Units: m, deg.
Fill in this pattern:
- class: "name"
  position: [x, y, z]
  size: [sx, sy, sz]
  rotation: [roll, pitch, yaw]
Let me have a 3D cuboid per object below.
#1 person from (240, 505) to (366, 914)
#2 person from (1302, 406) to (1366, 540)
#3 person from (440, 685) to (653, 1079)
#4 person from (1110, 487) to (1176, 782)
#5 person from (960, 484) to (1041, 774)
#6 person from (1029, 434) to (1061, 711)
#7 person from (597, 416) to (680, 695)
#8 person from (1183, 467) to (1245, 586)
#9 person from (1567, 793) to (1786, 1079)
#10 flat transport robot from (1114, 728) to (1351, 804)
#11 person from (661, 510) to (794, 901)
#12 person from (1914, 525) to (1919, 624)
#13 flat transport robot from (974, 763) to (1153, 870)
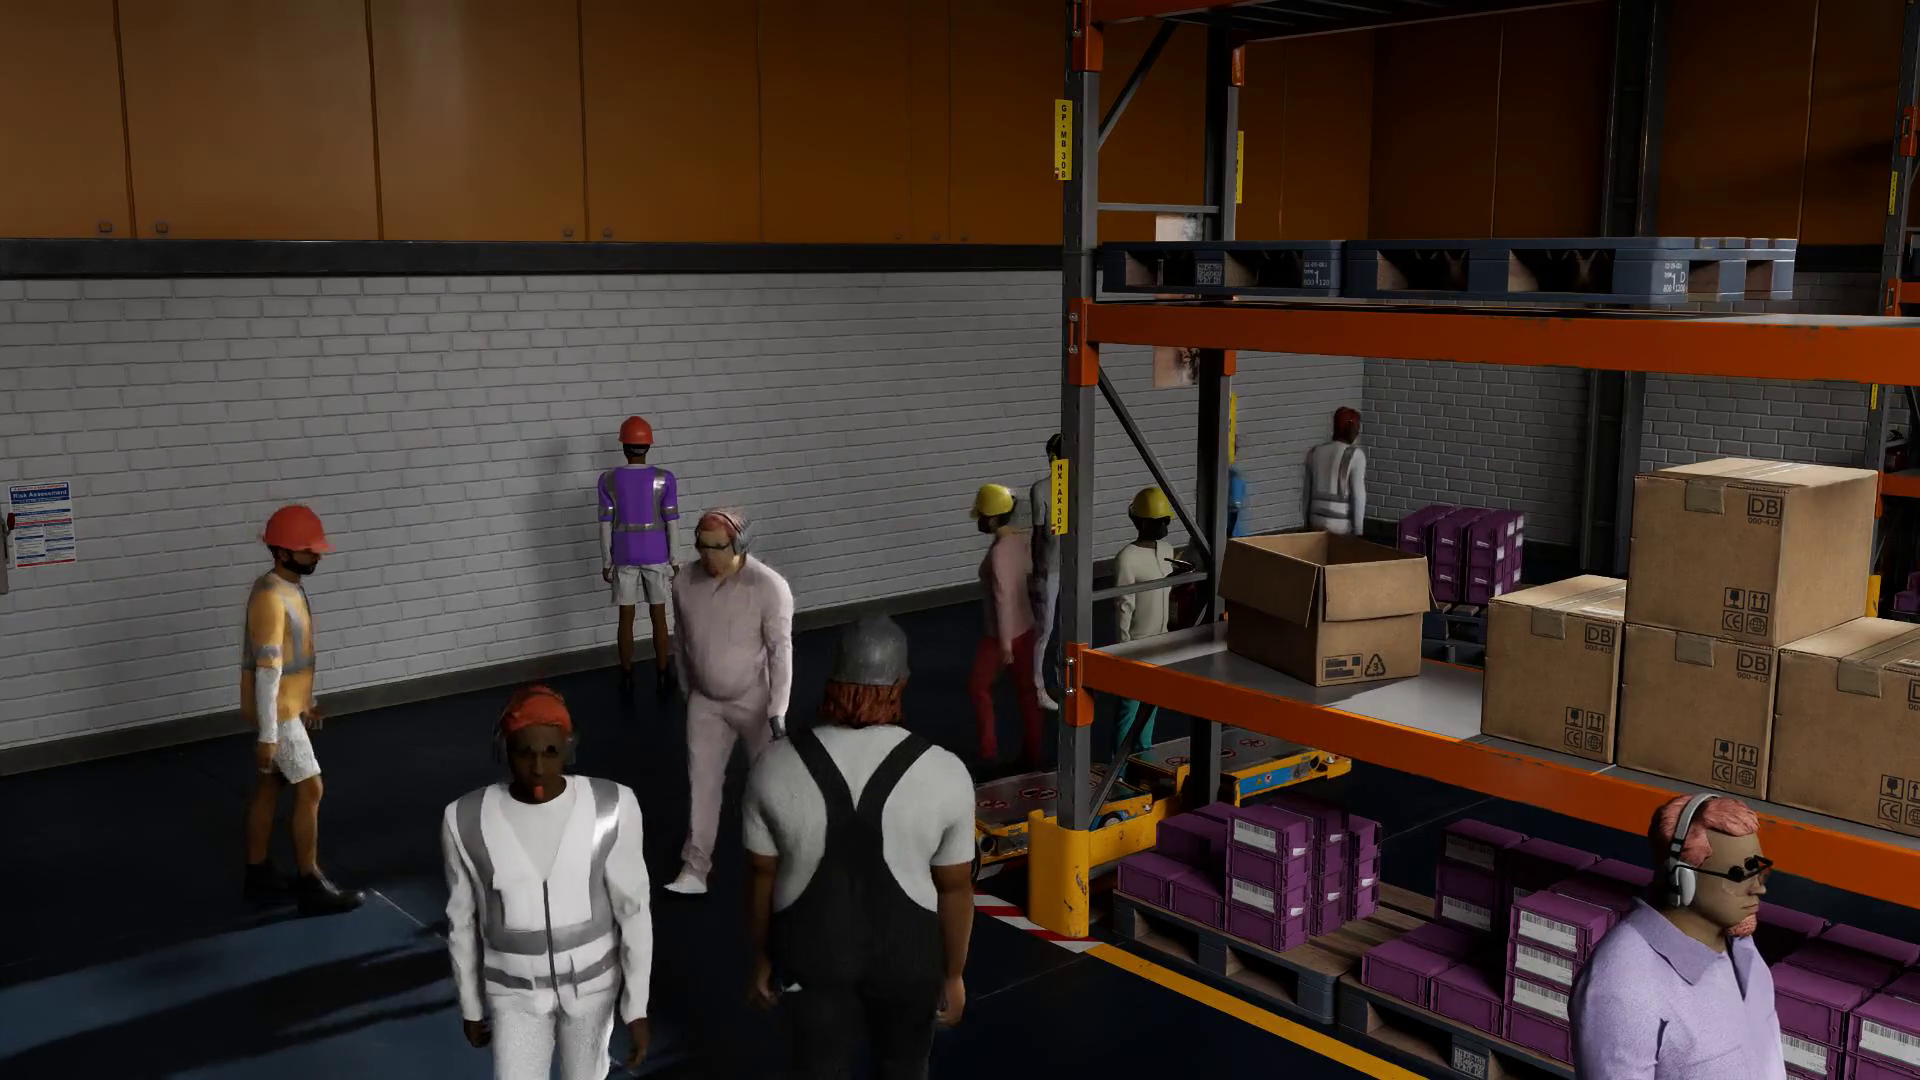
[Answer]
- class: "person"
  position: [-3.103, 0.786, 7.736]
  size: [0.627, 1.898, 0.603]
  rotation: [-3, 10, -18]
- class: "person"
  position: [2.942, -0.115, 13.048]
  size: [0.439, 1.870, 0.619]
  rotation: [-7, 12, -37]
- class: "person"
  position: [-1.163, 1.323, 4.738]
  size: [0.572, 1.831, 0.955]
  rotation: [-3, 10, -15]
- class: "person"
  position: [1.051, 0.578, 9.296]
  size: [0.319, 1.767, 0.534]
  rotation: [8, 12, 38]
- class: "person"
  position: [0.197, 0.528, 9.689]
  size: [0.656, 1.729, 0.530]
  rotation: [6, 11, 30]
- class: "person"
  position: [0.663, 0.208, 11.190]
  size: [0.316, 1.861, 0.505]
  rotation: [9, 13, 43]
- class: "person"
  position: [-2.213, 0.110, 11.521]
  size: [0.551, 1.940, 0.349]
  rotation: [-1, 10, -5]
- class: "person"
  position: [2.011, -0.038, 13.180]
  size: [0.404, 1.661, 0.585]
  rotation: [-6, 11, -31]
- class: "person"
  position: [1.572, 1.476, 3.633]
  size: [0.410, 1.909, 0.642]
  rotation: [9, 13, 44]
- class: "flat transport robot"
  position: [1.520, 1.289, 9.507]
  size: [1.431, 0.197, 0.652]
  rotation: [-7, 12, -37]
- class: "person"
  position: [-1.090, 0.769, 7.943]
  size: [0.666, 1.837, 1.013]
  rotation: [2, 10, 13]
- class: "person"
  position: [6.730, 0.190, 11.151]
  size: [0.656, 1.917, 0.589]
  rotation: [-3, 10, -14]
- class: "flat transport robot"
  position: [0.349, 1.430, 8.679]
  size: [1.431, 0.197, 0.652]
  rotation: [-6, 12, -33]
